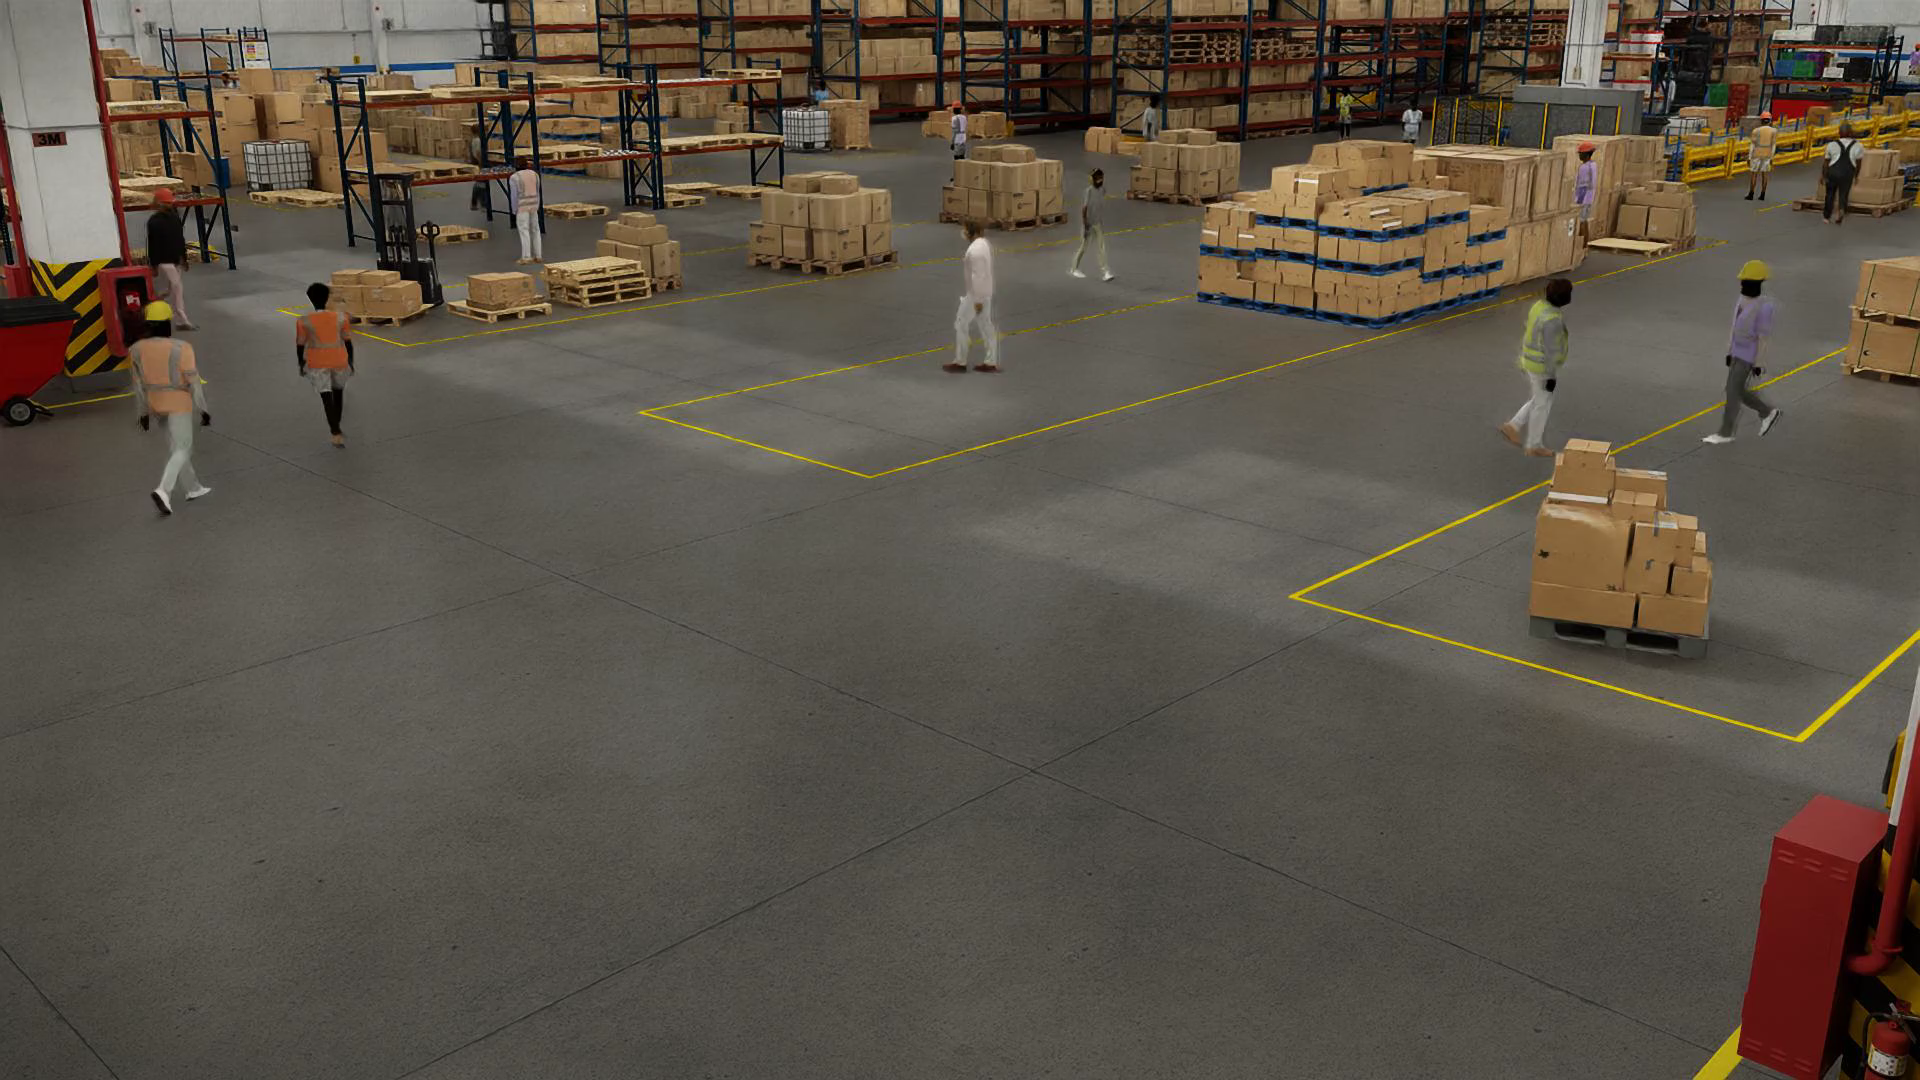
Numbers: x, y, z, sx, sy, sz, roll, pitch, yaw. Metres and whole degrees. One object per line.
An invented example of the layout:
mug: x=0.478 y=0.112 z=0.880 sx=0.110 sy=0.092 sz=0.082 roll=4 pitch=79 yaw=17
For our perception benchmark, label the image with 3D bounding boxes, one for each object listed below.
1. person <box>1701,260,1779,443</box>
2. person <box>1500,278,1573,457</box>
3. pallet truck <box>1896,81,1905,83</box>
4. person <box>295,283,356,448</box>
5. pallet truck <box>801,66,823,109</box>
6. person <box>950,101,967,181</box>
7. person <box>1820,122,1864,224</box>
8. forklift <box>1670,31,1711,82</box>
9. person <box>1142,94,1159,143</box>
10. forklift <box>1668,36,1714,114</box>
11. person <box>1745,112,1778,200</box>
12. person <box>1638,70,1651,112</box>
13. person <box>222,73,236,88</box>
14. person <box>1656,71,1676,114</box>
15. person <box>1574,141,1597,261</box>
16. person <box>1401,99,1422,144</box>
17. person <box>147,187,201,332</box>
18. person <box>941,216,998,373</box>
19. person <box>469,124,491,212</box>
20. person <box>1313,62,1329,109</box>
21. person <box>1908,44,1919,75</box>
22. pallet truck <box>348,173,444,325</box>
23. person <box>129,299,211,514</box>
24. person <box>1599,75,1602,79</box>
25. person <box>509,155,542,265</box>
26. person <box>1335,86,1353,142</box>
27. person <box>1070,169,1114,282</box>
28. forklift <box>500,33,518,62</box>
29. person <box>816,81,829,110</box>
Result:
person: x=8.142 y=-1.925 z=17.102 sx=0.717 sy=1.911 sz=0.600 roll=1 pitch=18 yaw=3
person: x=5.803 y=-1.715 z=16.616 sx=0.488 sy=1.825 sz=0.663 roll=2 pitch=18 yaw=5
pallet truck: x=34.802 y=-16.331 z=61.455 sx=0.653 sy=1.274 sz=1.630 roll=17 pitch=25 yaw=41
person: x=-6.567 y=-1.825 z=17.179 sx=0.557 sy=1.649 sz=0.847 roll=-13 pitch=22 yaw=-33
pallet truck: x=-4.812 y=-15.182 z=56.903 sx=0.823 sy=1.965 sz=1.885 roll=-9 pitch=21 yaw=-26
person: x=-0.053 y=-9.732 z=40.601 sx=0.387 sy=1.929 sz=0.539 roll=11 pitch=21 yaw=31
person: x=17.533 y=-7.314 z=33.130 sx=0.702 sy=2.000 sz=0.634 roll=6 pitch=19 yaw=18
forklift: x=30.893 y=-19.903 z=69.747 sx=1.873 sy=2.768 sz=1.129 roll=-4 pitch=19 yaw=-11
person: x=4.909 y=-10.533 z=42.965 sx=0.401 sy=1.949 sz=0.660 roll=-1 pitch=18 yaw=-4
forklift: x=27.341 y=-17.291 z=61.877 sx=1.129 sy=2.768 sz=1.873 roll=17 pitch=25 yaw=41
person: x=17.795 y=-8.526 z=36.959 sx=0.543 sy=1.928 sz=0.371 roll=2 pitch=18 yaw=7
person: x=25.847 y=-16.920 z=62.766 sx=0.814 sy=1.595 sz=0.521 roll=-12 pitch=22 yaw=-33
person: x=-23.752 y=-14.221 z=54.151 sx=0.601 sy=1.906 sz=0.443 roll=12 pitch=22 yaw=32
person: x=24.161 y=-15.157 z=57.110 sx=0.620 sy=1.809 sz=0.732 roll=17 pitch=25 yaw=42
person: x=10.742 y=-5.860 z=28.749 sx=0.393 sy=2.039 sz=0.613 roll=12 pitch=22 yaw=32
person: x=12.287 y=-11.178 z=45.346 sx=0.532 sy=1.677 sz=0.481 roll=-1 pitch=18 yaw=-2
person: x=-10.938 y=-3.848 z=22.812 sx=0.850 sy=1.966 sz=0.619 roll=2 pitch=18 yaw=6
person: x=0.102 y=-2.971 z=20.238 sx=0.807 sy=1.909 sz=0.658 roll=4 pitch=19 yaw=11
person: x=-10.157 y=-7.823 z=35.046 sx=0.363 sy=1.805 sz=0.679 roll=-9 pitch=20 yaw=-25
person: x=13.592 y=-17.056 z=62.662 sx=0.634 sy=1.923 sz=0.431 roll=-4 pitch=19 yaw=-13
person: x=46.723 y=-23.280 z=81.394 sx=0.545 sy=1.938 sz=0.358 roll=-3 pitch=19 yaw=-10
pallet truck: x=-8.209 y=-4.181 z=23.757 sx=0.823 sy=1.965 sz=1.885 roll=3 pitch=19 yaw=9
person: x=-7.128 y=-1.207 z=14.959 sx=0.593 sy=1.903 sz=0.865 roll=3 pitch=19 yaw=10
person: x=22.166 y=-15.552 z=58.182 sx=0.641 sy=1.899 sz=0.394 roll=14 pitch=23 yaw=36
person: x=-7.406 y=-5.608 z=28.302 sx=0.430 sy=1.845 sz=0.621 roll=12 pitch=22 yaw=31
person: x=11.773 y=-13.023 z=50.861 sx=0.319 sy=1.698 sz=0.538 roll=-10 pitch=21 yaw=-28
person: x=2.147 y=-5.062 z=26.730 sx=0.593 sy=1.798 sz=0.997 roll=-14 pitch=23 yaw=-37
forklift: x=-17.950 y=-18.779 z=66.360 sx=1.129 sy=2.768 sz=1.873 roll=17 pitch=25 yaw=41
person: x=-4.486 y=-14.061 z=54.017 sx=0.600 sy=1.684 sz=0.534 roll=16 pitch=24 yaw=40
